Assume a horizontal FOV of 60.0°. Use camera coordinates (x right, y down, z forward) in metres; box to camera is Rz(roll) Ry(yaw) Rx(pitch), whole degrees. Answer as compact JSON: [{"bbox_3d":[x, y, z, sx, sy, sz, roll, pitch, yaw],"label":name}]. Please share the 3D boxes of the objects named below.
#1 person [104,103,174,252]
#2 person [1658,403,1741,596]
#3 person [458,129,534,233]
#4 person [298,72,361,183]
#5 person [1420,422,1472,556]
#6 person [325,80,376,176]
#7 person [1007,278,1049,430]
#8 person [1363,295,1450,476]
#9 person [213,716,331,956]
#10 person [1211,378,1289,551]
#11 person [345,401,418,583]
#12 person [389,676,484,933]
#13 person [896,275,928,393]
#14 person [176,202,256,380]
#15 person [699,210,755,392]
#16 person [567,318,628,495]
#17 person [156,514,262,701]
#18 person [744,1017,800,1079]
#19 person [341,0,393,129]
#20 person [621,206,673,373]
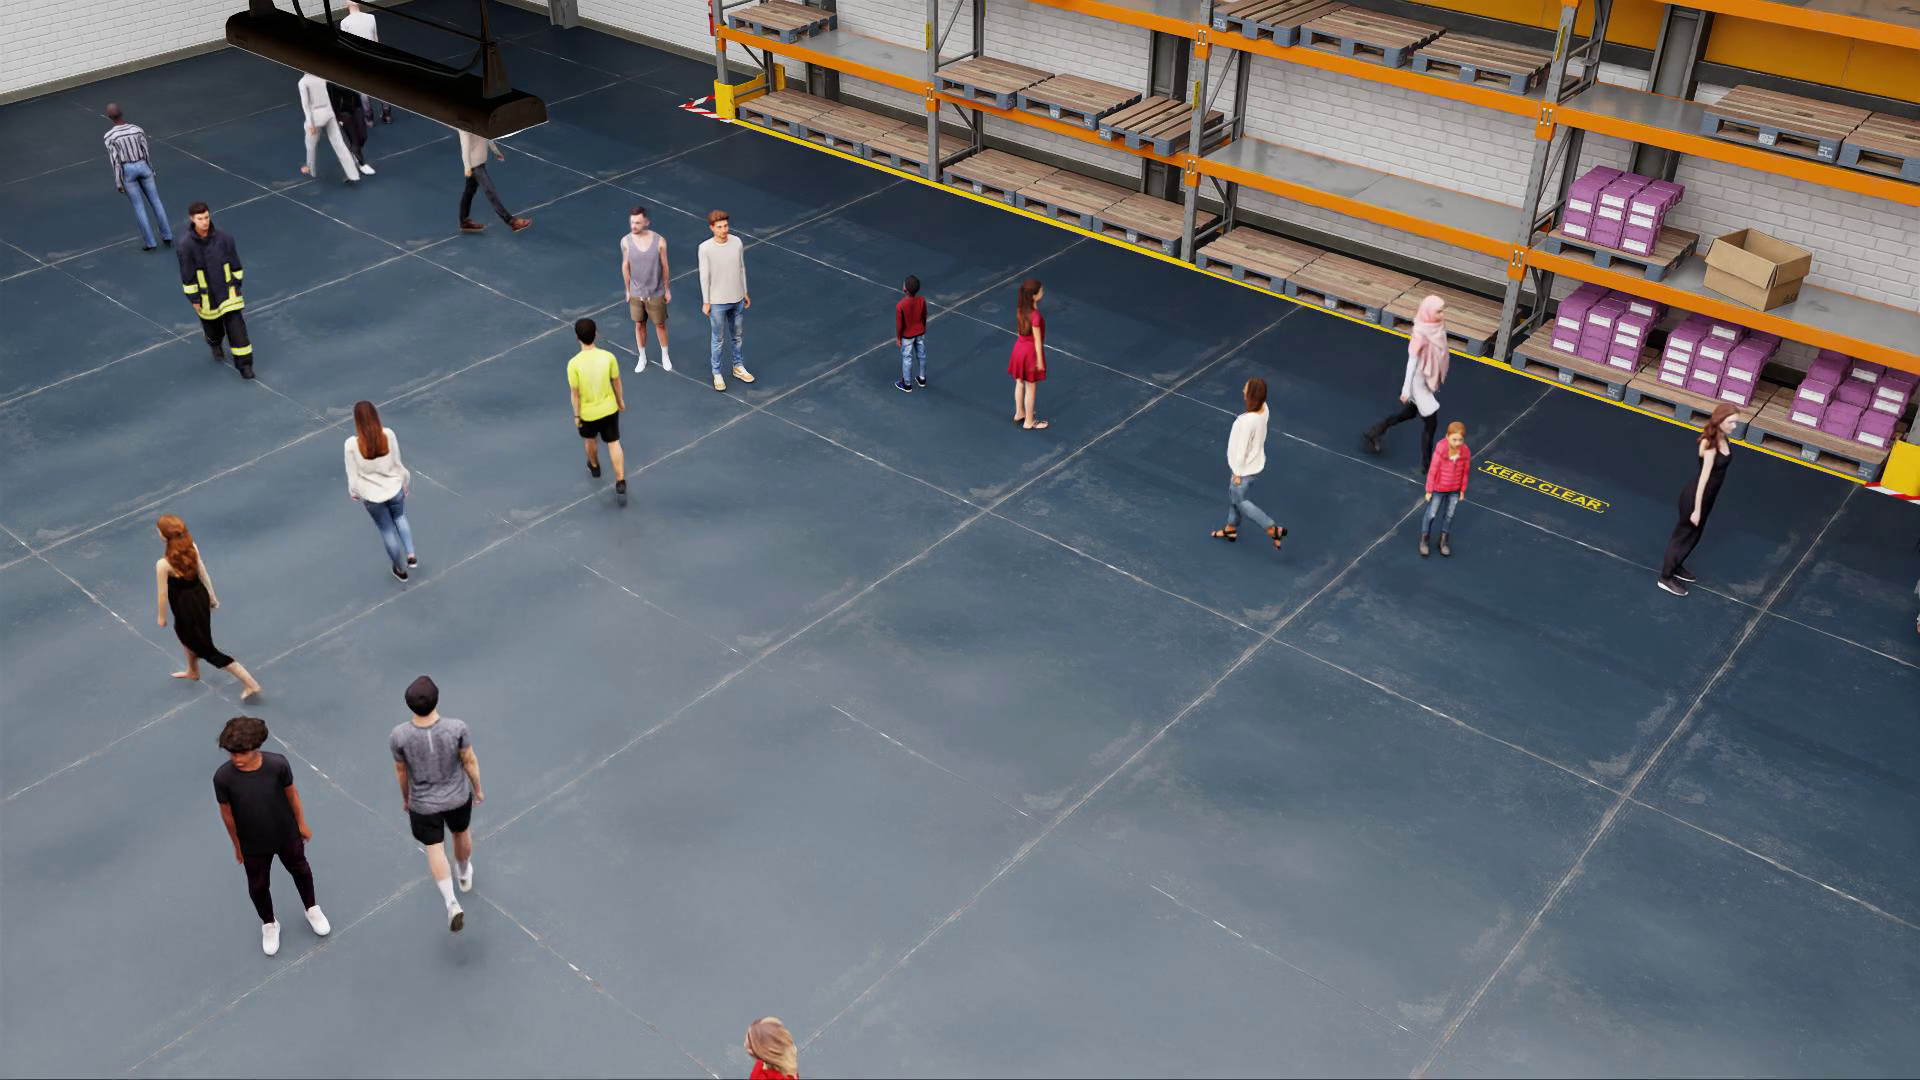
[{"bbox_3d":[-9.772,-4.305,19.742,0.538,1.793,0.616,26,42,33],"label":"person"},{"bbox_3d":[6.158,-0.368,13.864,0.507,1.743,0.569,24,41,32],"label":"person"},{"bbox_3d":[-5.926,-4.539,20.075,1.260,1.813,1.141,0,34,0],"label":"person"},{"bbox_3d":[-8.189,-5.419,21.514,1.218,1.687,0.708,18,38,25],"label":"person"},{"bbox_3d":[4.201,-0.459,14.388,0.573,1.314,0.640,-1,34,-2],"label":"person"},{"bbox_3d":[-8.087,-5.604,21.816,0.662,1.660,0.625,22,39,29],"label":"person"},{"bbox_3d":[0.669,-1.828,16.233,0.715,1.553,0.651,-15,36,-21],"label":"person"},{"bbox_3d":[4.214,-1.452,15.472,1.148,1.768,0.639,26,41,33],"label":"person"},{"bbox_3d":[-4.389,1.823,10.534,0.709,1.780,0.694,-16,37,-23],"label":"person"},{"bbox_3d":[2.543,-0.623,14.319,0.971,1.664,0.718,18,38,25],"label":"person"},{"bbox_3d":[-4.806,-0.359,13.910,0.677,1.678,0.657,-22,39,-29],"label":"person"},{"bbox_3d":[-3.337,1.703,10.659,0.980,1.842,1.132,-10,35,-15],"label":"person"},{"bbox_3d":[-0.484,-2.115,16.931,0.557,1.256,0.567,-20,39,-27],"label":"person"},{"bbox_3d":[-7.678,-2.594,17.073,0.976,1.898,1.237,-20,39,-28],"label":"person"},{"bbox_3d":[-2.378,-2.458,16.864,0.730,1.902,0.669,-20,39,-27],"label":"person"},{"bbox_3d":[-3.274,-1.171,15.132,0.962,1.676,1.188,-13,36,-18],"label":"person"},{"bbox_3d":[-5.749,0.559,12.614,1.155,1.584,0.898,7,34,10],"label":"person"},{"bbox_3d":[-0.915,3.094,8.690,0.751,1.704,0.666,-6,34,-9],"label":"person"},{"bbox_3d":[-8.351,-6.749,23.384,0.698,1.831,0.658,-23,40,-30],"label":"person"},{"bbox_3d":[-3.233,-2.610,17.239,0.719,1.840,0.794,-2,34,-3],"label":"person"}]
